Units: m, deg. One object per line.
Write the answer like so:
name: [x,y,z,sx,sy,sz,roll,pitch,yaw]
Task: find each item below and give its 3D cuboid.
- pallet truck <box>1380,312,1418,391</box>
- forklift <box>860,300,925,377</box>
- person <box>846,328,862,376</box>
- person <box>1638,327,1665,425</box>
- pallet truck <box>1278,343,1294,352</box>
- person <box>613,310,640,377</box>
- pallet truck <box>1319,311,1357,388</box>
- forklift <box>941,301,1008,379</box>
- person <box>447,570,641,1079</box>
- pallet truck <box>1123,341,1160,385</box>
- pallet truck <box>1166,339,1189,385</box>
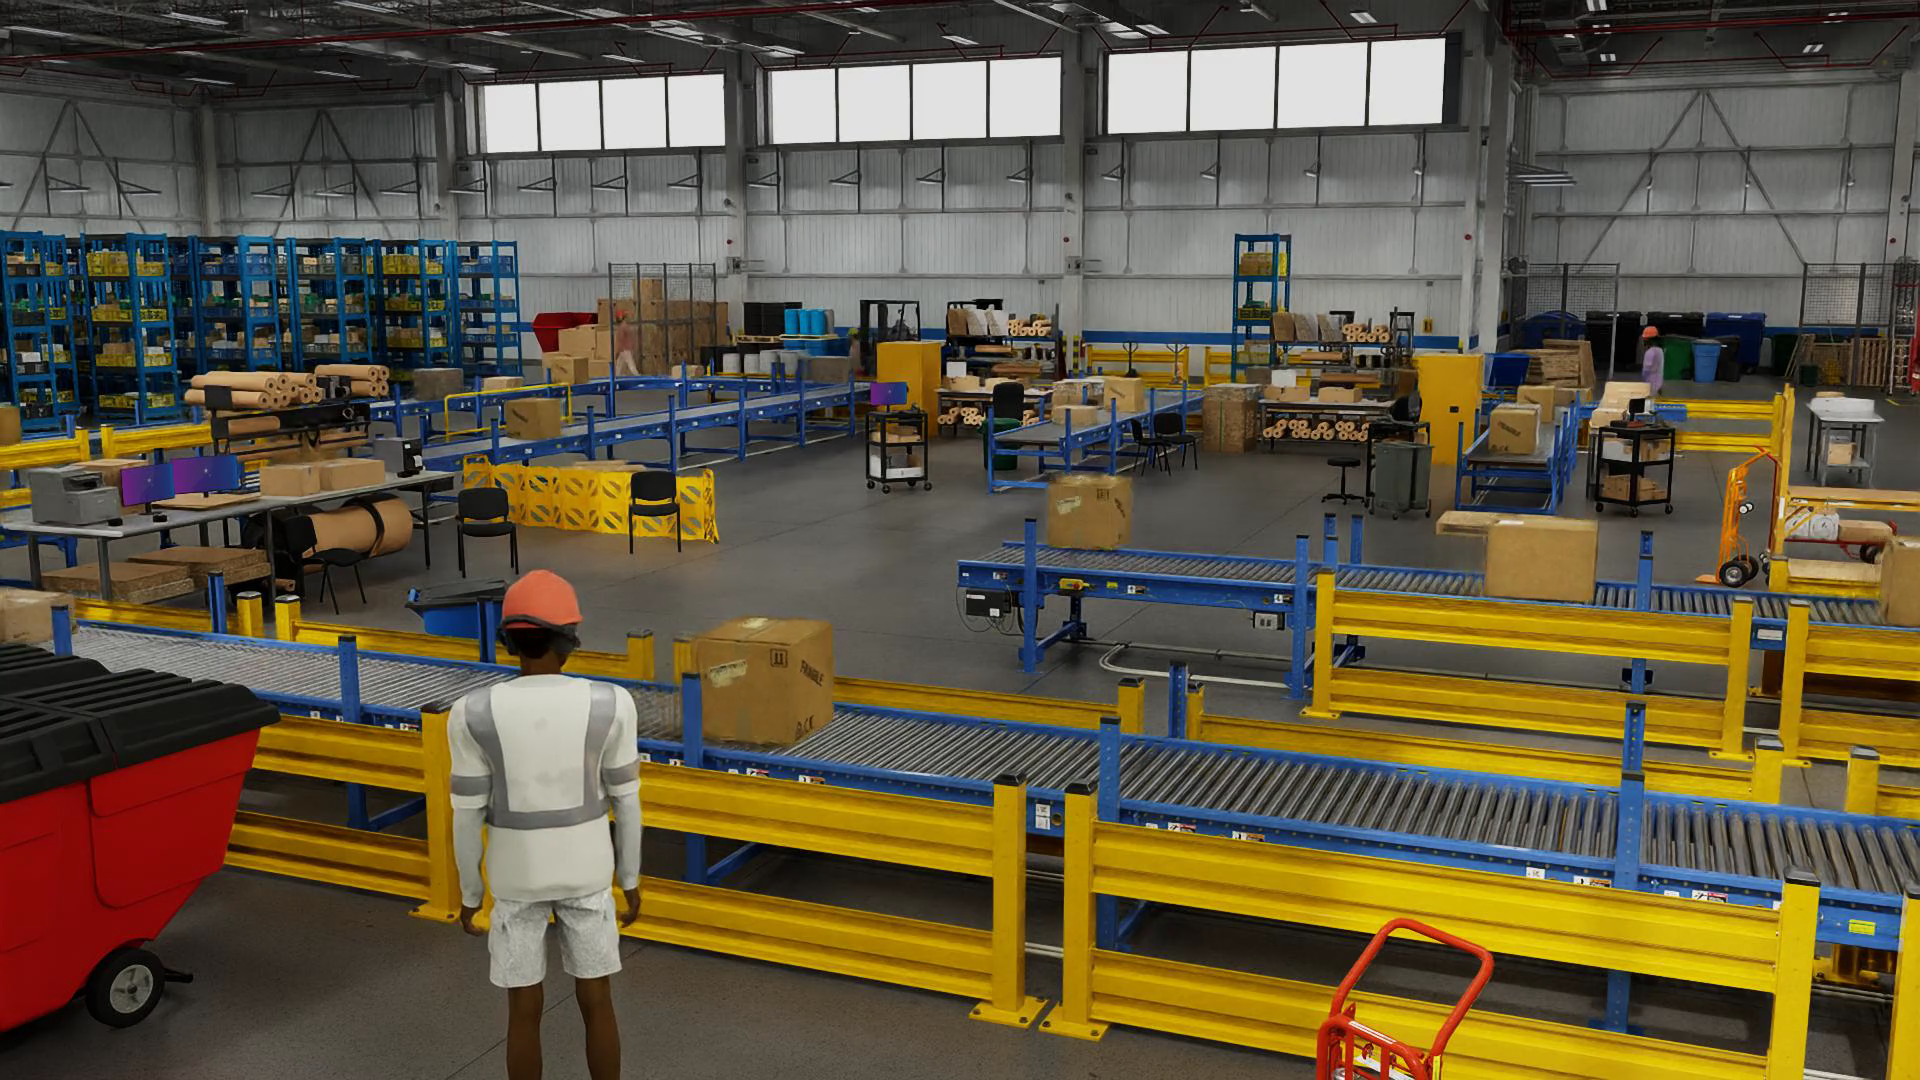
pallet truck: [10.207,-4.283,38.369,0.823,1.965,1.885,3,10,20]
forklift: [-1.732,-5.109,42.468,1.157,1.987,2.680,4,10,22]
person: [-2.152,-3.581,34.876,0.810,1.738,0.520,-3,10,-15]
person: [11.658,-2.624,28.316,1.030,1.990,0.651,7,12,37]
pallet truck: [7.886,-4.163,39.743,0.653,1.274,1.630,4,10,22]
person: [-8.394,-4.734,41.305,1.068,1.921,0.627,-1,9,-4]
pallet truck: [9.071,-4.419,39.190,0.823,1.965,1.885,5,10,26]
forklift: [0.365,-4.966,41.571,1.157,1.987,2.680,3,10,20]
person: [-1.369,1.112,5.547,0.610,2.040,0.394,-2,10,-14]
pallet truck: [4.445,-4.380,41.279,0.680,1.201,1.601,4,10,22]
pallet truck: [5.418,-4.269,40.420,0.704,1.261,1.522,3,10,20]
